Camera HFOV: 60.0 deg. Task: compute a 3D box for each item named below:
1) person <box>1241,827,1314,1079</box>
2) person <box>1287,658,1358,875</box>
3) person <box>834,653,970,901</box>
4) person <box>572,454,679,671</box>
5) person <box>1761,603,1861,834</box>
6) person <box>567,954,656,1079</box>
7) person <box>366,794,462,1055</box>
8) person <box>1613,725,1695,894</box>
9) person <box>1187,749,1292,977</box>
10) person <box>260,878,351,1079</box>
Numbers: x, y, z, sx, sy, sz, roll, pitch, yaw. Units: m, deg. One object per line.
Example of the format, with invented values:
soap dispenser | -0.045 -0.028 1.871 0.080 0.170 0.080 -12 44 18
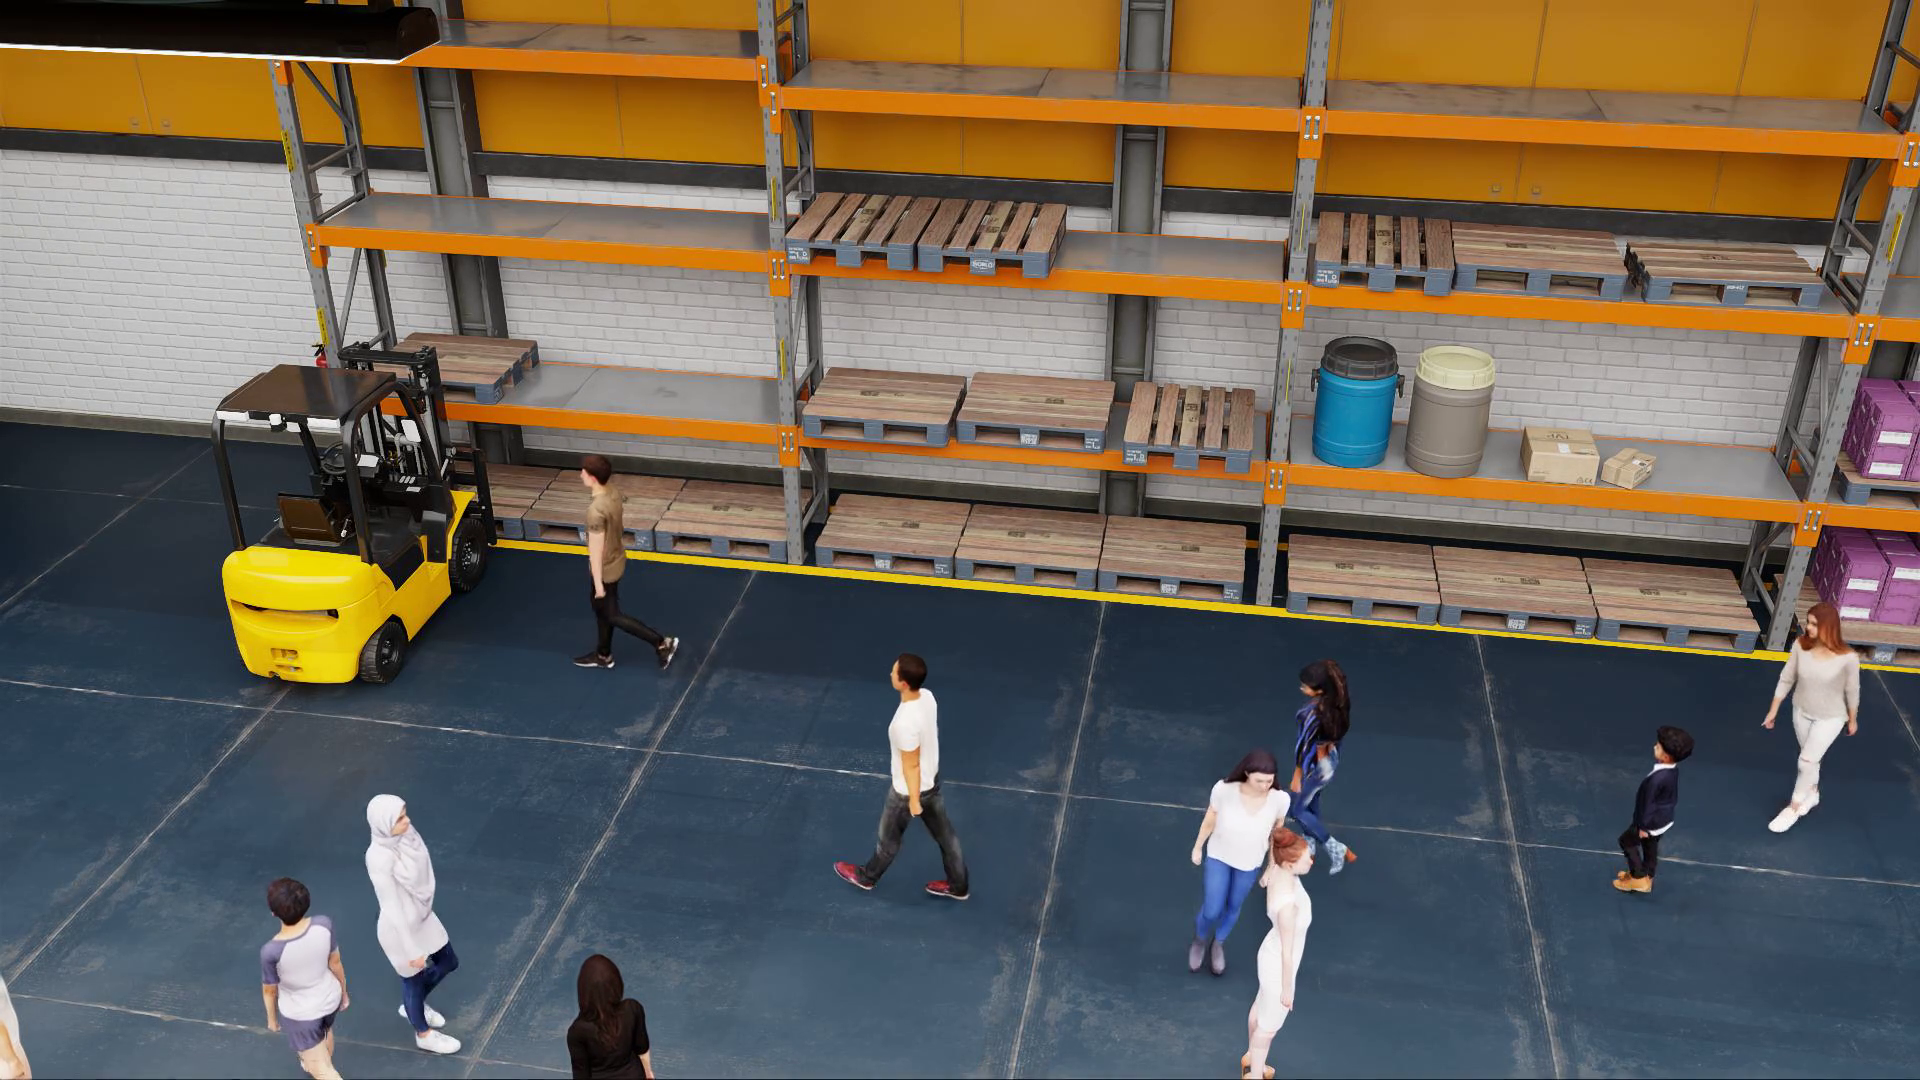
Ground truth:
person | 1.666 2.247 8.771 0.486 1.795 0.587 3 29 6
person | 2.281 1.451 10.415 0.863 1.618 0.798 19 34 31
person | -0.179 1.505 10.164 1.126 1.764 0.754 8 30 15
person | -2.564 0.212 12.465 1.122 1.831 0.738 2 29 4
person | 5.706 1.132 10.957 0.954 1.660 0.898 -25 37 -37
person | -1.683 2.691 8.118 0.646 1.642 0.703 -19 34 -31
person | -3.080 2.106 9.058 0.616 1.768 0.605 5 29 9
person | 4.366 1.715 10.347 0.586 1.219 0.627 -24 37 -36
person | 1.600 1.822 9.697 0.577 1.654 0.767 4 29 7
person | -3.352 2.450 8.677 1.092 1.529 0.867 20 34 31
